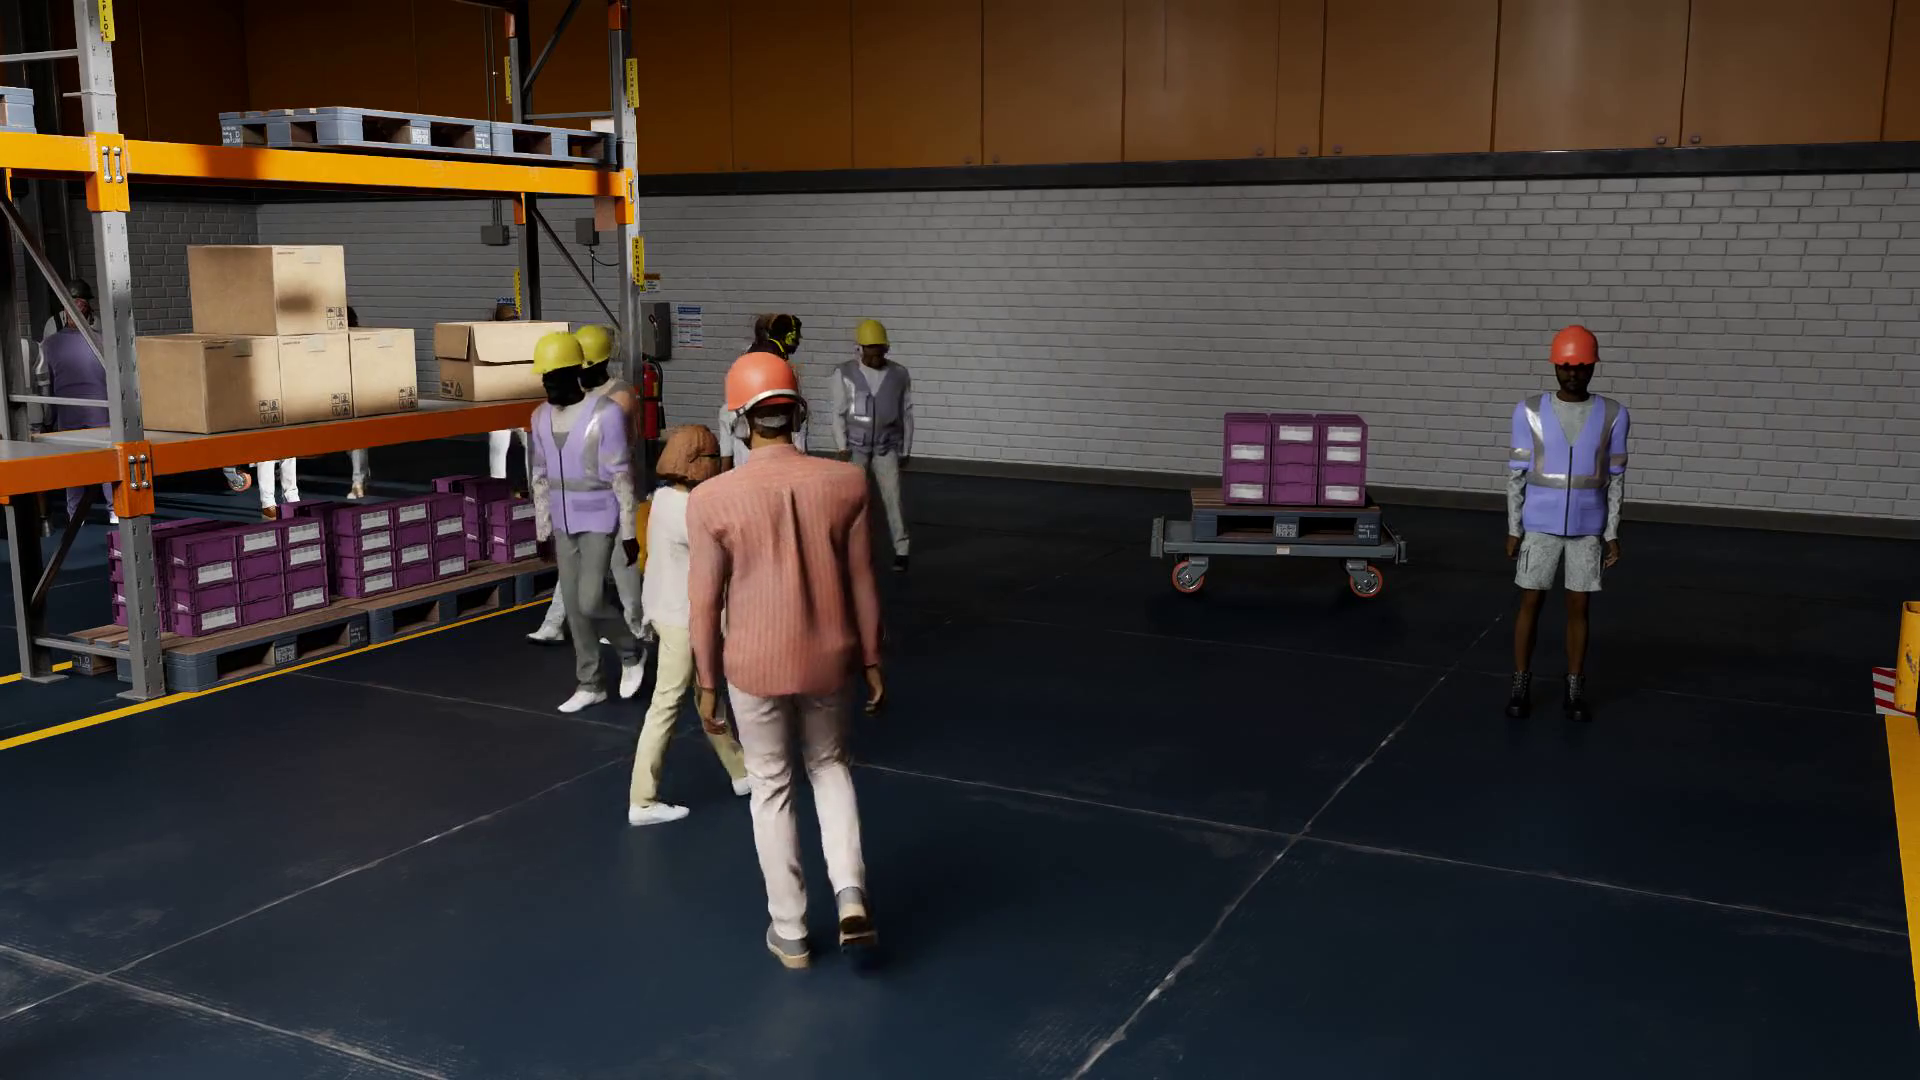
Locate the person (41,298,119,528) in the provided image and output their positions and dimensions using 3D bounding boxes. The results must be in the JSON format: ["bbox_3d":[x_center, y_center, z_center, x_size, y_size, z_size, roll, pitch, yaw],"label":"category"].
[{"bbox_3d":[-7.276,-1.054,13.865,0.651,1.906,0.403,-3,10,-19],"label":"person"}]

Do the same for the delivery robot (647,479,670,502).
[{"bbox_3d":[-2.254,-0.217,12.658,0.477,0.478,0.707,0,10,-1],"label":"delivery robot"}]

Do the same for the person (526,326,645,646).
[{"bbox_3d":[-2.117,-0.274,9.463,0.838,1.868,0.621,-9,13,-42],"label":"person"}]

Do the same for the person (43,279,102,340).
[{"bbox_3d":[-8.899,-1.649,16.920,0.703,2.000,0.536,3,10,16],"label":"person"}]

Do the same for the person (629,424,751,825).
[{"bbox_3d":[-1.016,0.330,6.720,0.809,1.594,0.536,-6,11,-29],"label":"person"}]

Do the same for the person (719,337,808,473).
[{"bbox_3d":[-0.958,-0.077,8.333,0.534,1.864,0.309,4,10,20],"label":"person"}]

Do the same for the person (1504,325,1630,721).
[{"bbox_3d":[2.945,-0.073,8.096,0.548,1.937,0.379,3,10,15],"label":"person"}]

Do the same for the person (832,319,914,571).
[{"bbox_3d":[-0.619,-0.683,11.986,0.599,1.816,0.424,-2,10,-9],"label":"person"}]

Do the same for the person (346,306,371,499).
[{"bbox_3d":[-5.753,-1.325,15.777,0.624,1.811,0.891,0,10,-2],"label":"person"}]

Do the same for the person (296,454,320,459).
[{"bbox_3d":[-7.353,-1.834,18.446,0.344,1.882,0.580,-4,10,-20],"label":"person"}]

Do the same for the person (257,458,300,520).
[{"bbox_3d":[-5.864,-1.119,14.304,0.353,1.884,0.578,5,11,26],"label":"person"}]

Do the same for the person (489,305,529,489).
[{"bbox_3d":[-3.944,-1.174,14.818,0.765,1.814,0.648,9,13,43],"label":"person"}]

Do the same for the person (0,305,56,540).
[{"bbox_3d":[-7.537,-0.966,13.263,0.545,1.938,0.355,-7,12,-37],"label":"person"}]

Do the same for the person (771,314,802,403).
[{"bbox_3d":[-1.242,-0.719,12.139,0.539,1.824,0.890,9,13,43],"label":"person"}]

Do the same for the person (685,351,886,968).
[{"bbox_3d":[-0.546,0.399,5.251,0.631,1.972,0.502,-4,10,-21],"label":"person"}]

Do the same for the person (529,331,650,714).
[{"bbox_3d":[-1.853,-0.079,8.212,0.621,1.905,0.508,6,11,31],"label":"person"}]

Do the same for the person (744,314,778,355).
[{"bbox_3d":[-1.429,-0.855,13.024,0.875,1.796,0.644,3,10,16],"label":"person"}]
